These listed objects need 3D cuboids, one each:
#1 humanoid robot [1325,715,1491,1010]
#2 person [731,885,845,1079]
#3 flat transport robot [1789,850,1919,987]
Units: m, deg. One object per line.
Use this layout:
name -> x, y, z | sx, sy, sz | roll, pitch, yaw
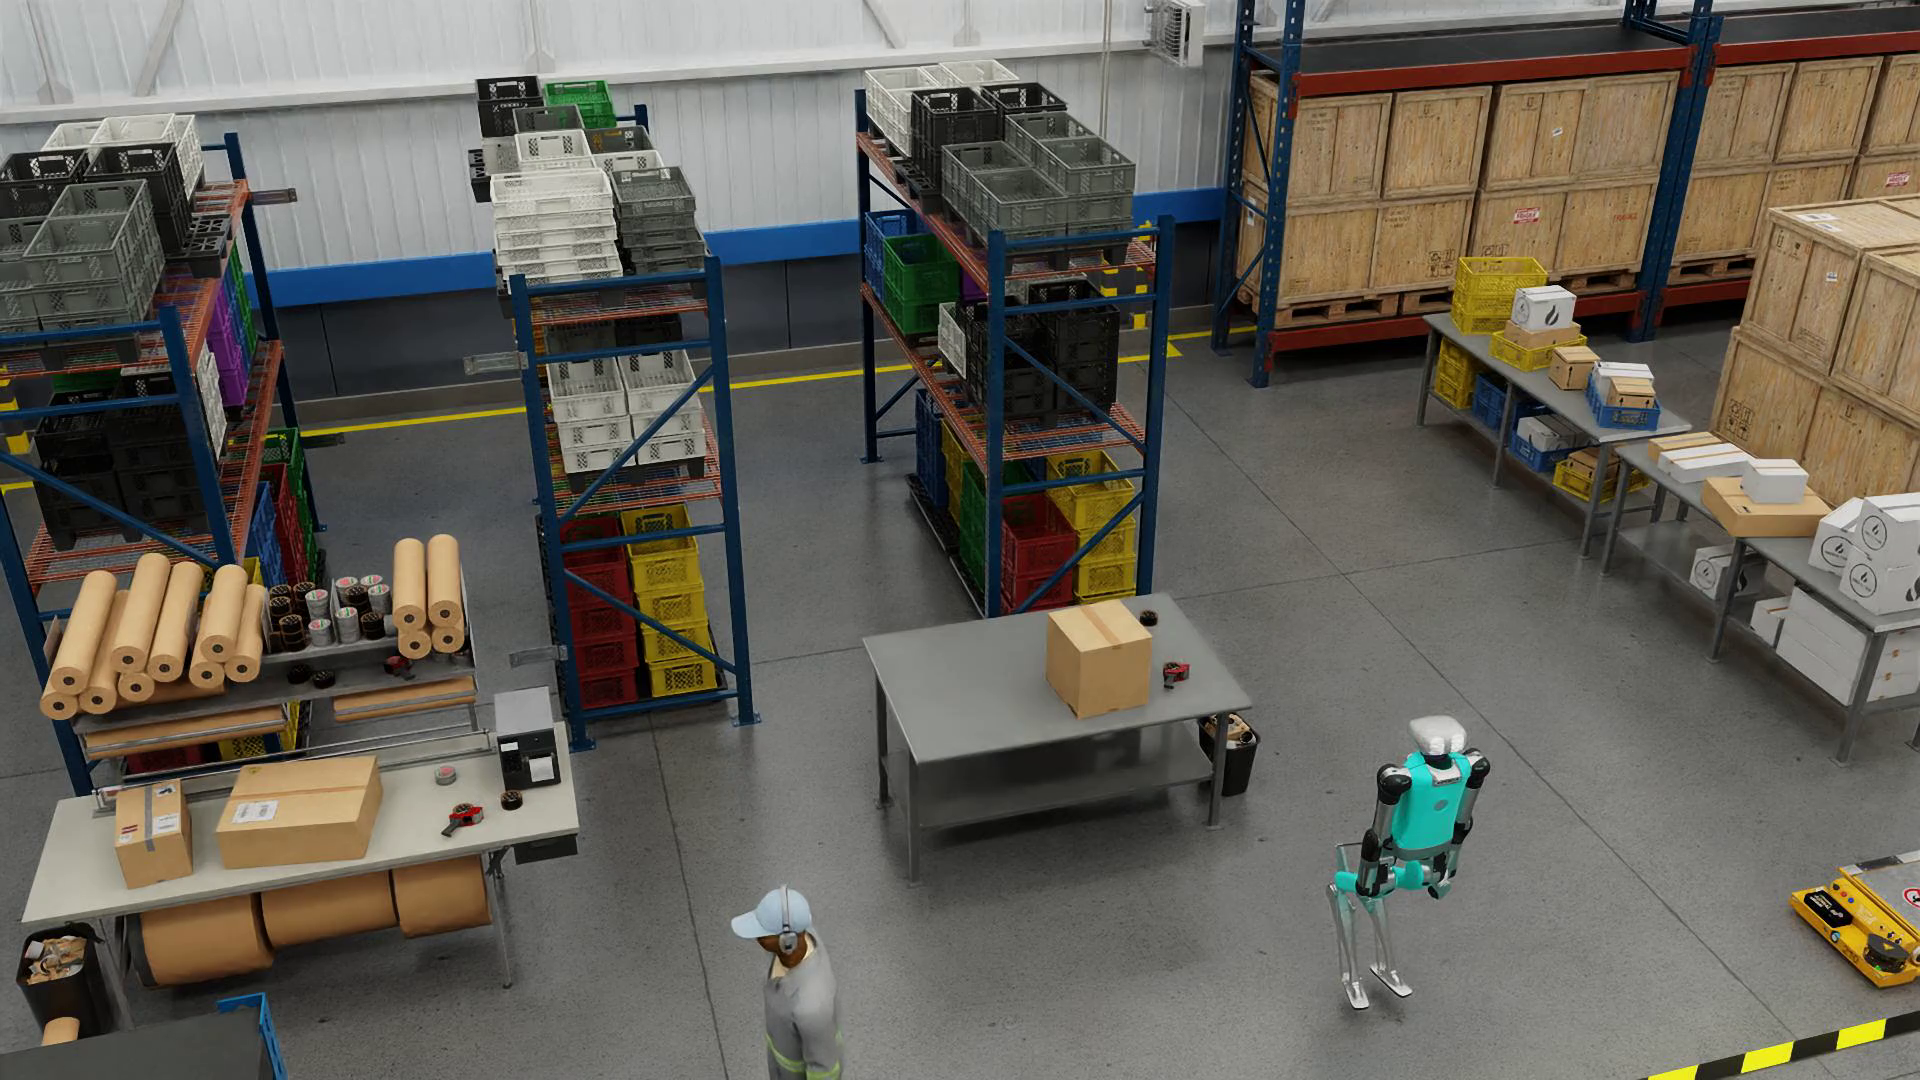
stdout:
humanoid robot -> 2.029, 1.438, 7.880 | 0.533, 1.677, 0.735 | -8, 30, -15
person -> -0.663, 2.124, 6.652 | 0.397, 1.850, 0.597 | -8, 30, -14
flat transport robot -> 5.163, 1.916, 8.676 | 1.431, 0.231, 0.659 | -8, 30, -14
